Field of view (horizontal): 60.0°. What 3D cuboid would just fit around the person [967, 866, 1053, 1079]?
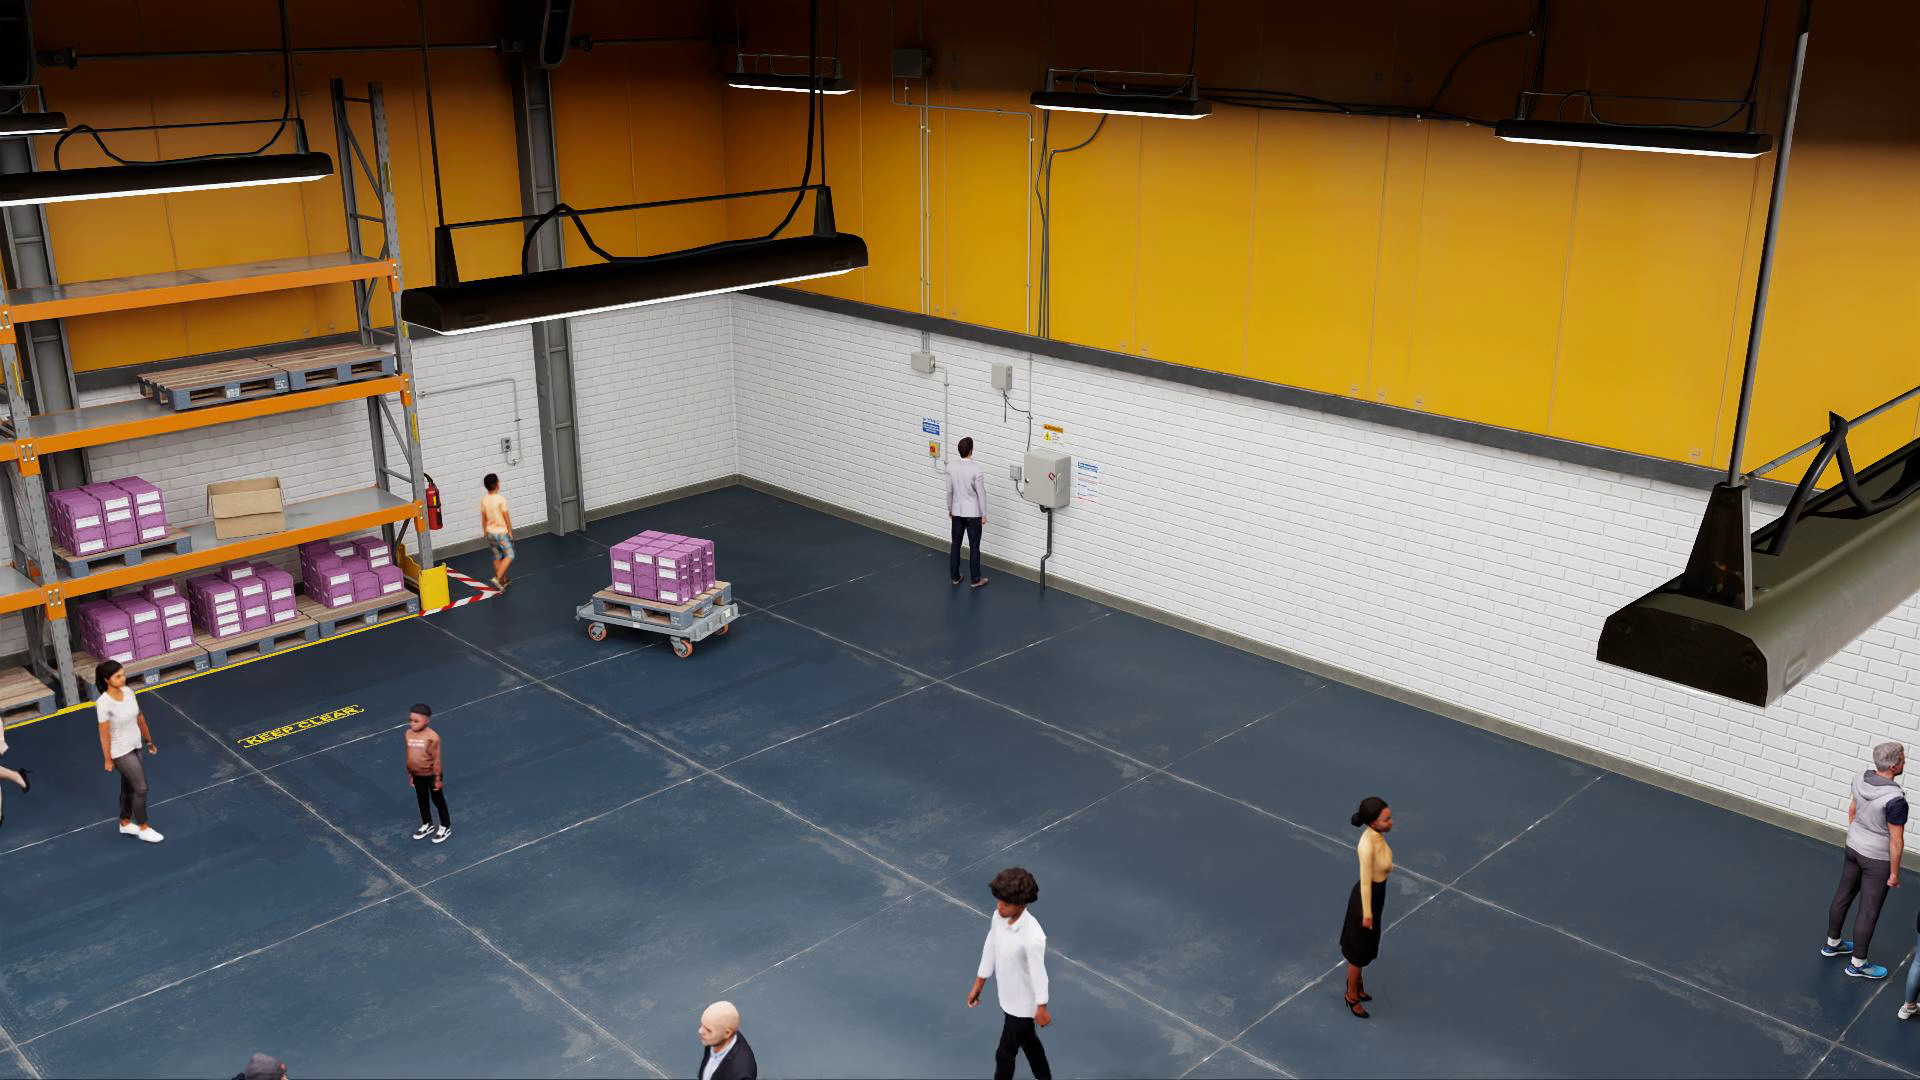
[{"bbox_3d":[0.448,2.889,10.678,1.088,1.771,0.839,-9,20,-24],"label":"person"}]

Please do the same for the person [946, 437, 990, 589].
[{"bbox_3d":[0.074,-0.346,20.153,0.743,1.853,0.689,9,21,26],"label":"person"}]

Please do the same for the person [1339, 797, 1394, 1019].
[{"bbox_3d":[2.886,2.579,11.784,0.704,1.653,0.589,8,20,23],"label":"person"}]

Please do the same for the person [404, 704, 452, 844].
[{"bbox_3d":[-4.550,1.973,14.210,0.577,1.252,0.583,7,20,19],"label":"person"}]

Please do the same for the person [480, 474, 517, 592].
[{"bbox_3d":[-5.561,-0.067,19.957,0.747,1.451,0.863,5,19,14],"label":"person"}]

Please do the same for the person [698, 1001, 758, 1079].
[{"bbox_3d":[-1.208,3.332,9.349,1.292,1.779,1.021,-6,20,-18],"label":"person"}]

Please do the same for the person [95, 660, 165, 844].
[{"bbox_3d":[-7.190,1.788,14.171,0.833,1.627,0.790,2,19,6],"label":"person"}]

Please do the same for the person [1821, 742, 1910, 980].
[{"bbox_3d":[6.700,2.324,12.263,0.791,1.829,0.773,-3,19,-8],"label":"person"}]
